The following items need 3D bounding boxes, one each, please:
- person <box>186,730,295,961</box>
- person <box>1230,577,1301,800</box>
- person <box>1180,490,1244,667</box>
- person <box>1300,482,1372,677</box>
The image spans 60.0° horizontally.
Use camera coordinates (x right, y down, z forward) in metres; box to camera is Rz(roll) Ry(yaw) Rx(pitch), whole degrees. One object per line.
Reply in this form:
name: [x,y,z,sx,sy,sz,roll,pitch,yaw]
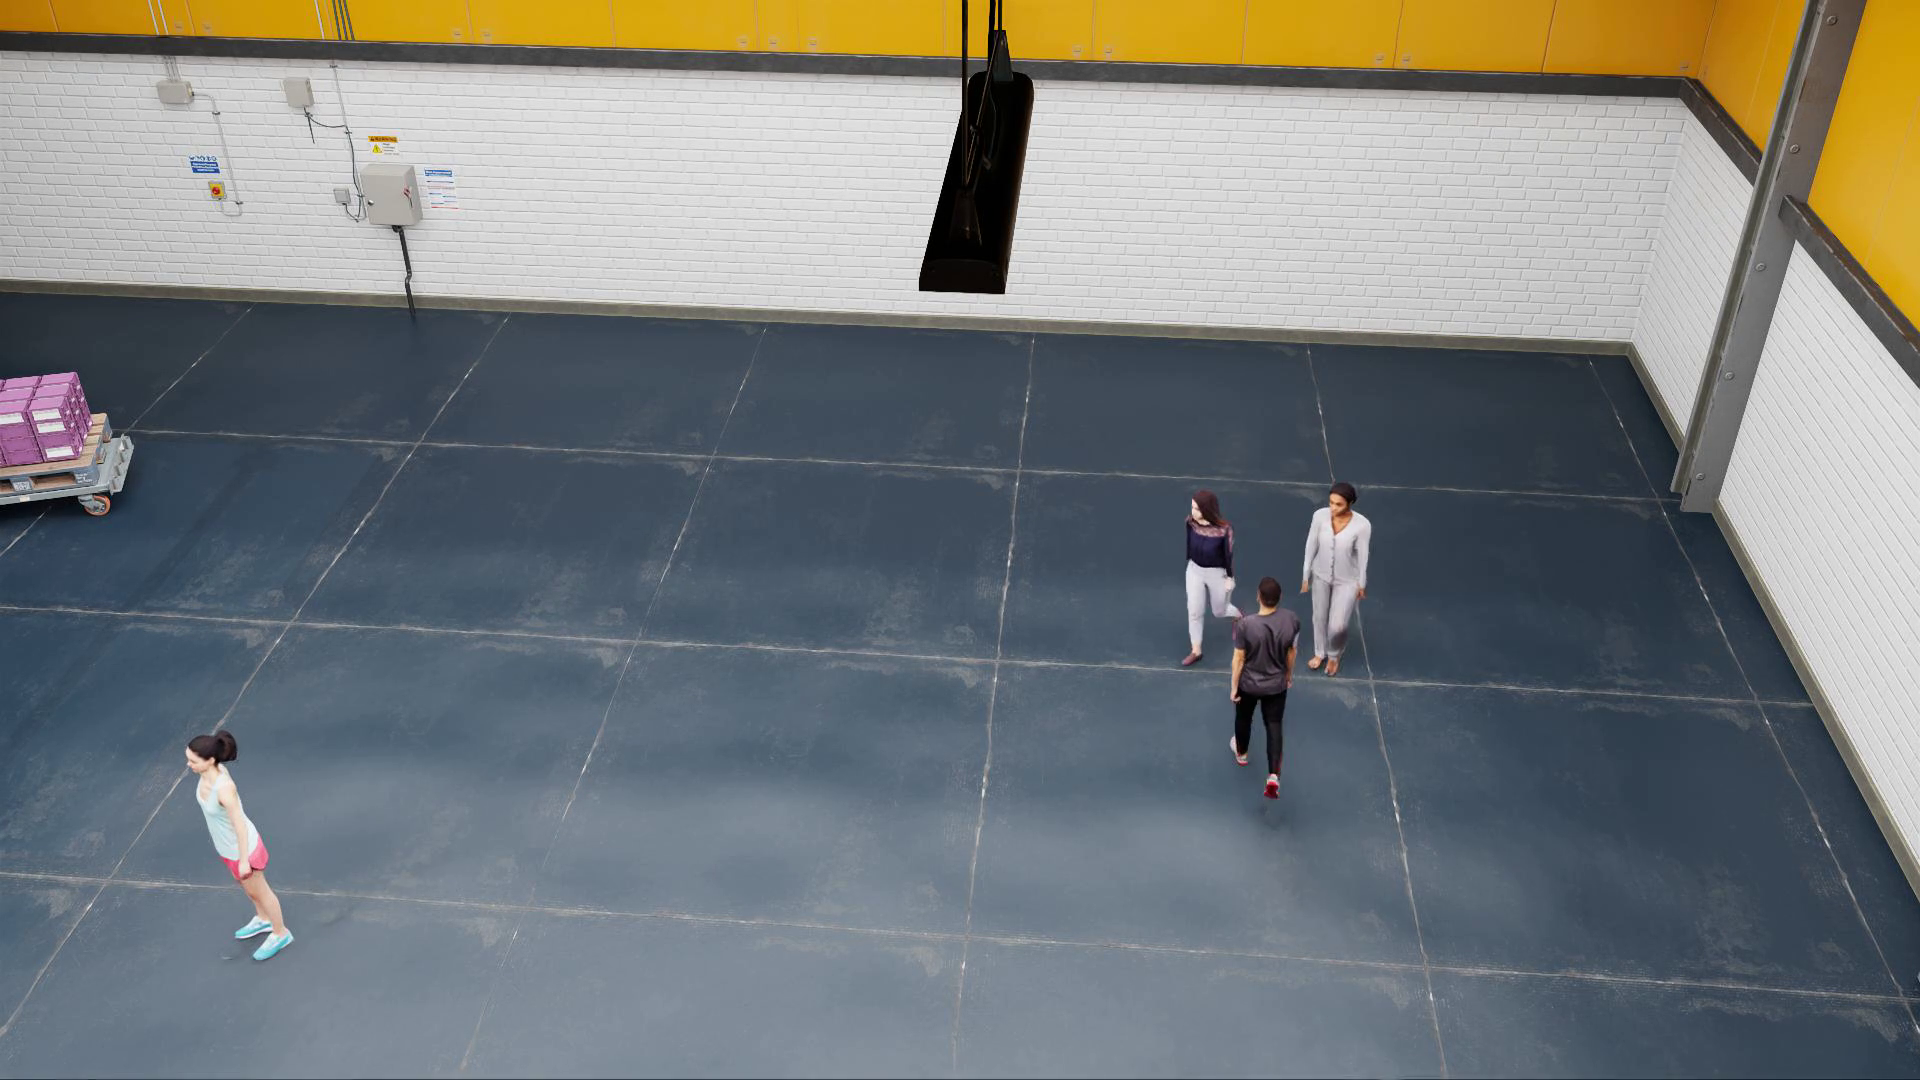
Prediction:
person: [-4.582,1.925,10.522,0.743,1.764,0.687,-26,42,-33]
person: [2.174,1.063,11.837,0.738,1.744,1.087,-3,34,-4]
person: [2.016,0.260,13.188,0.927,1.587,1.035,21,39,28]
person: [2.980,0.247,13.084,0.775,1.721,0.786,19,38,26]
